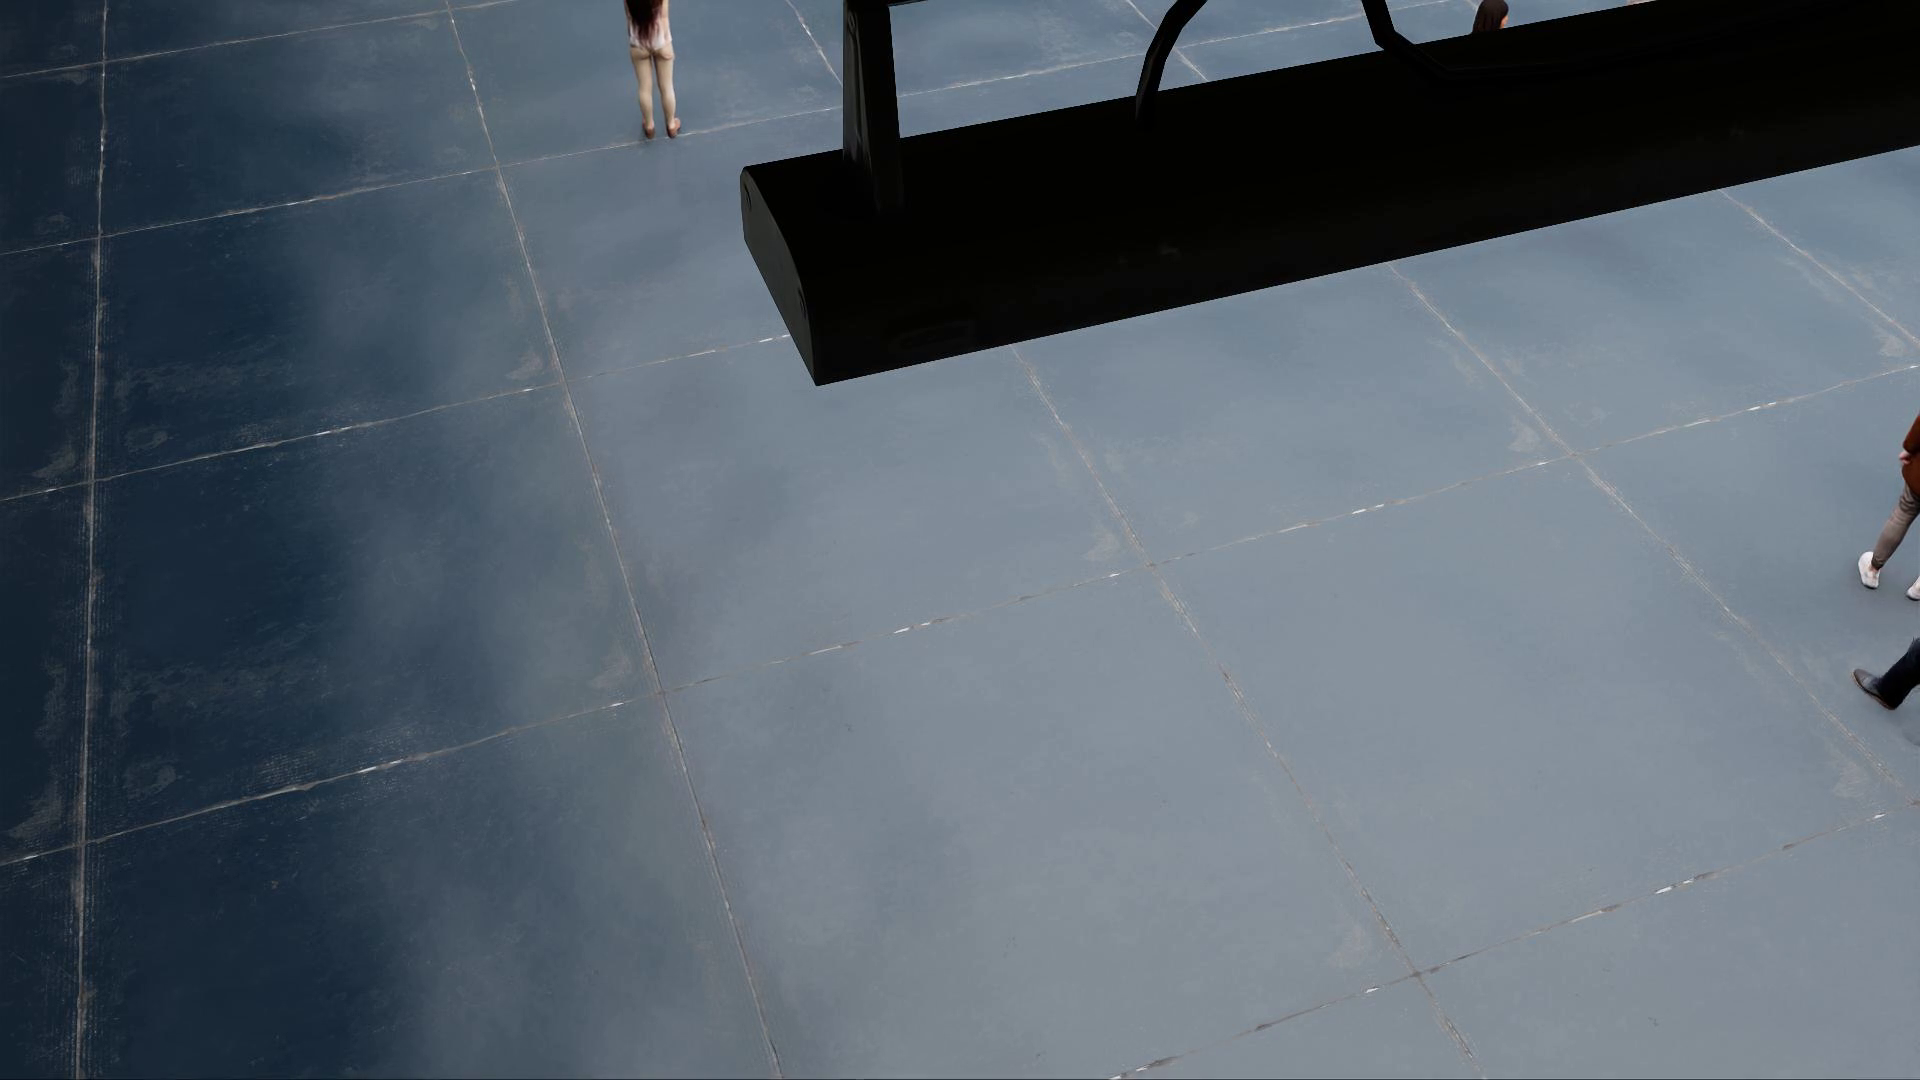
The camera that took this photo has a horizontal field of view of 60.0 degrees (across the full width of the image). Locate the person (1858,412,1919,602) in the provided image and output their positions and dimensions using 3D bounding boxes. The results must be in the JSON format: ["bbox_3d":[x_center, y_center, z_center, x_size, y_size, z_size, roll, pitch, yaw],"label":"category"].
[{"bbox_3d":[5.527,-0.414,9.247,0.843,1.839,0.913,22,47,22],"label":"person"}]

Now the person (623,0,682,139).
[{"bbox_3d":[-2.445,-3.935,13.154,0.597,1.654,0.661,-7,43,-7],"label":"person"}]

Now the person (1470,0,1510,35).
[{"bbox_3d":[3.814,-3.279,12.456,0.696,1.646,0.556,0,43,0],"label":"person"}]
